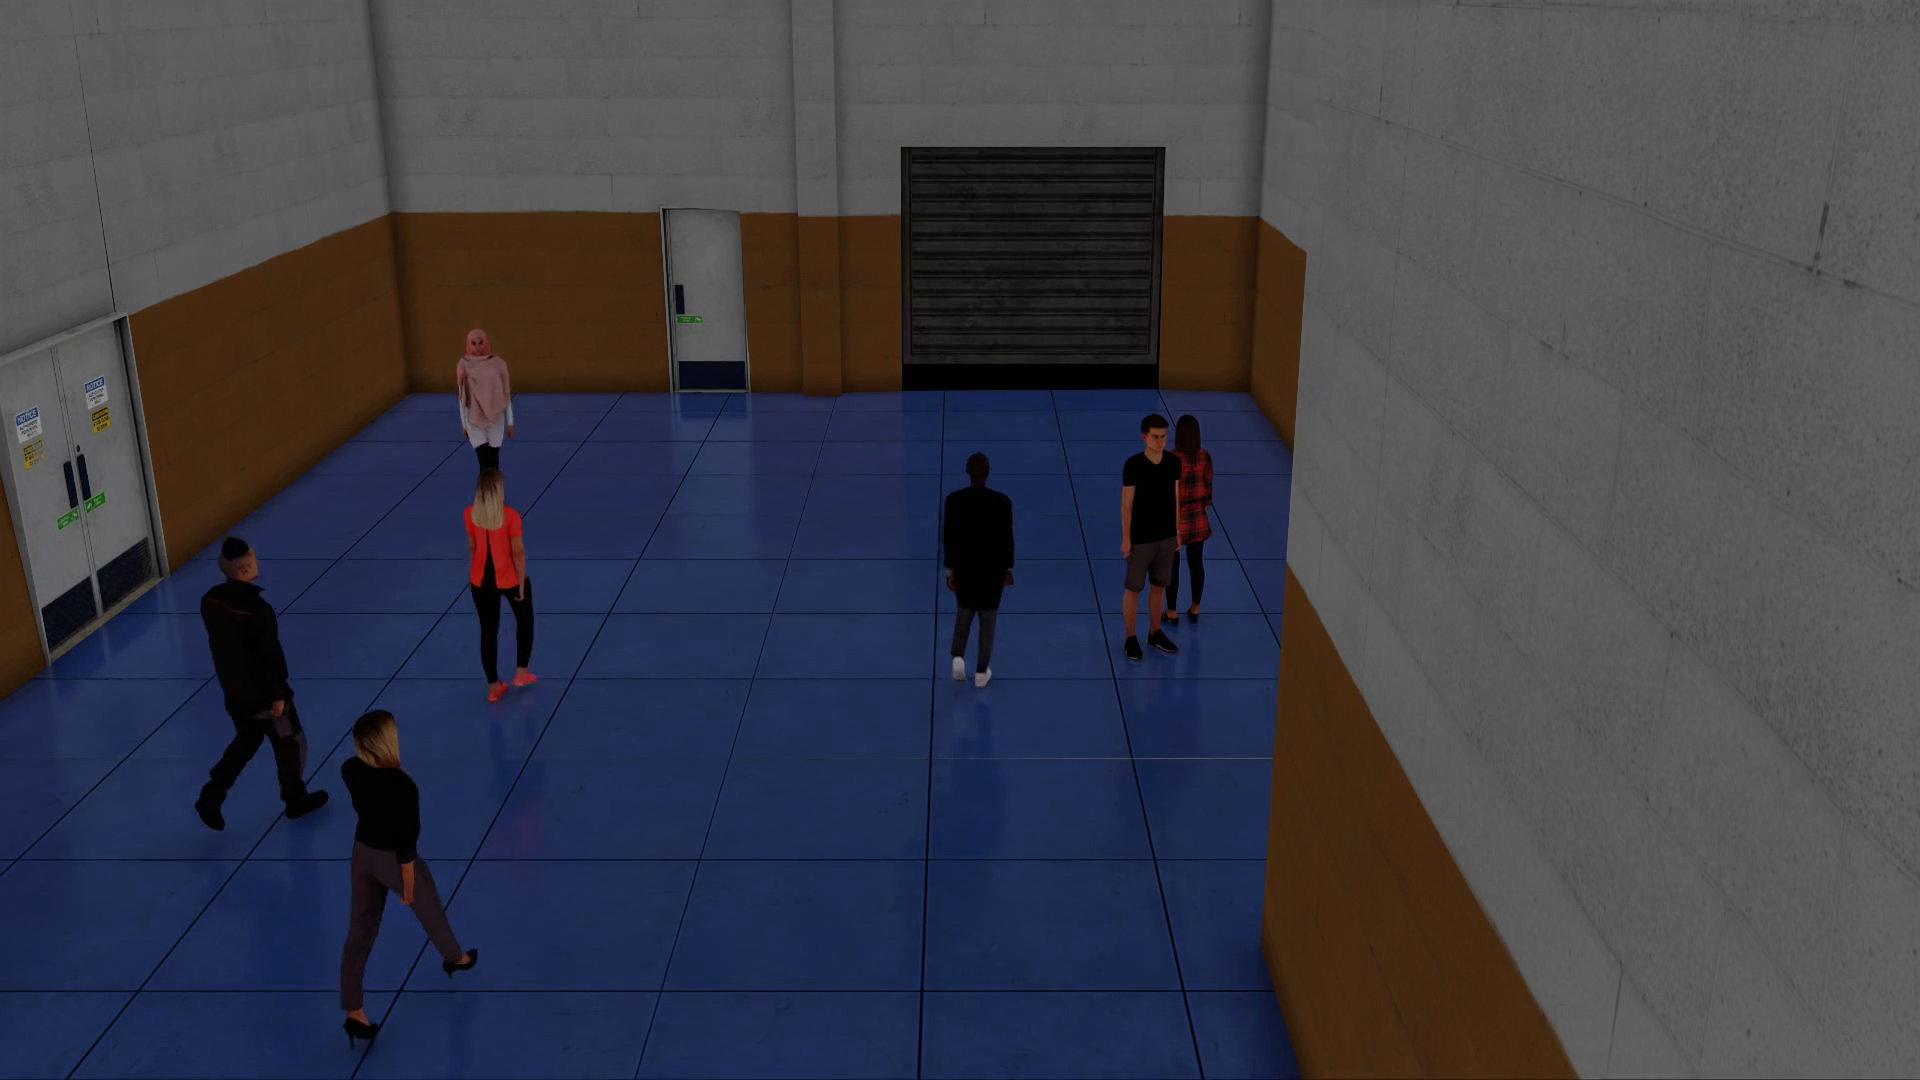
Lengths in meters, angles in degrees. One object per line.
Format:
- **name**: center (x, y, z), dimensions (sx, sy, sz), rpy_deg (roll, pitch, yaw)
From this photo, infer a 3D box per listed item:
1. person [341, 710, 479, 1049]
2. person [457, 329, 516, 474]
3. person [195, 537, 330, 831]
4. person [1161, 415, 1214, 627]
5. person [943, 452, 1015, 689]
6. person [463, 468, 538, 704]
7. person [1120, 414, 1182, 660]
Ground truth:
- **person**: center (-2.791, 1.636, 7.898), dimensions (1.086, 1.621, 0.948), rpy_deg (8, 20, 23)
- **person**: center (-4.513, -1.114, 15.837), dimensions (1.203, 1.759, 0.986), rpy_deg (-6, 20, -18)
- **person**: center (-4.232, 0.858, 9.816), dimensions (1.107, 1.846, 1.105), rpy_deg (11, 22, 30)
- **person**: center (1.759, -0.161, 13.099), dimensions (0.594, 1.703, 0.742), rpy_deg (-6, 20, -17)
- **person**: center (0.114, 0.253, 11.799), dimensions (0.803, 1.749, 0.811), rpy_deg (4, 19, 13)
- **person**: center (-3.268, 0.343, 11.641), dimensions (0.600, 1.679, 0.683), rpy_deg (1, 19, 4)
- **person**: center (1.434, -0.049, 12.519), dimensions (0.680, 1.861, 0.816), rpy_deg (-8, 20, -23)
